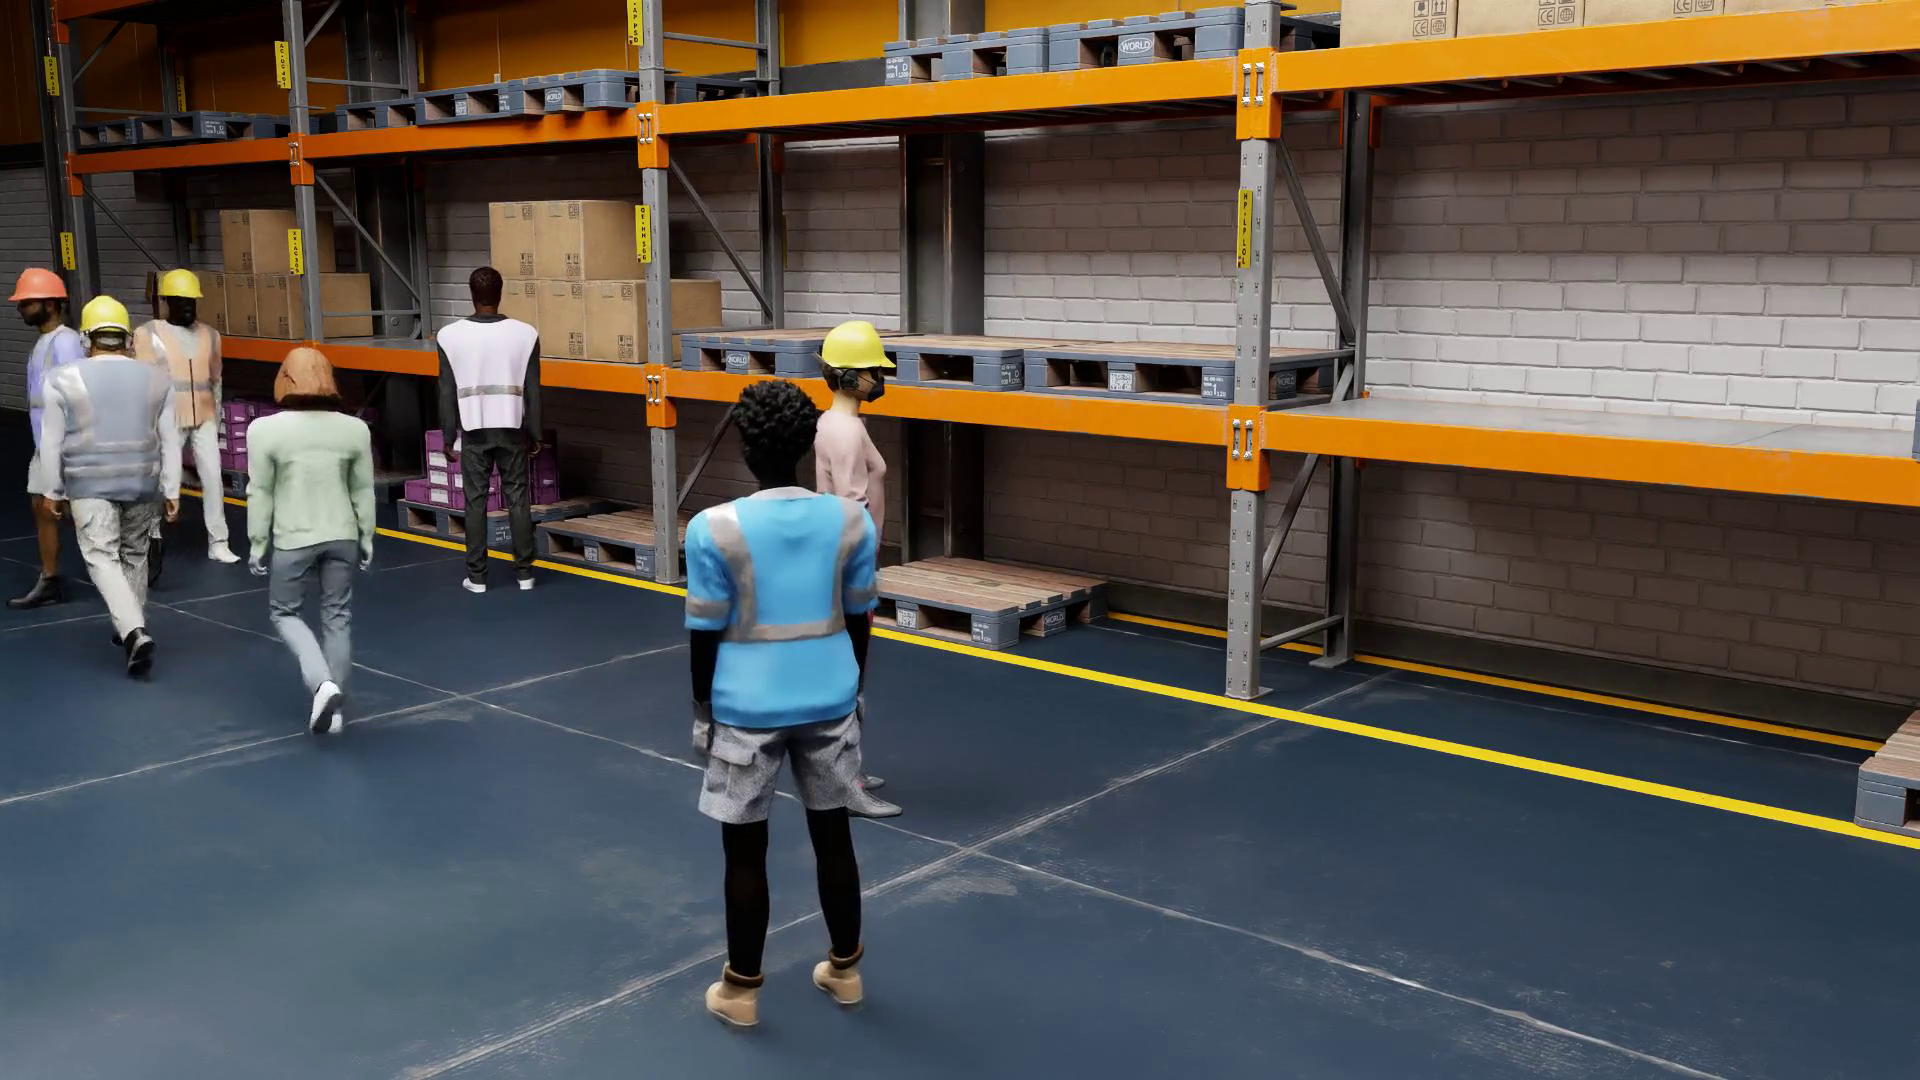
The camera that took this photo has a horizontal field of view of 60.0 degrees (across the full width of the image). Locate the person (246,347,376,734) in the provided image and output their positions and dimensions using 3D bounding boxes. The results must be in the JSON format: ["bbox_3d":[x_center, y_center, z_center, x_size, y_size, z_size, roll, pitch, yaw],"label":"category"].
[{"bbox_3d":[-2.642,0.022,6.834,0.522,1.620,0.458,-8,13,-37],"label":"person"}]

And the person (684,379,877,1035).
[{"bbox_3d":[-0.460,0.433,4.314,0.544,1.692,0.317,-5,11,-27],"label":"person"}]

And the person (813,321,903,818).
[{"bbox_3d":[-0.382,0.105,5.967,0.314,1.768,0.527,-2,10,-12],"label":"person"}]

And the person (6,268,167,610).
[{"bbox_3d":[-5.032,-0.578,9.432,0.550,1.921,0.770,9,13,42],"label":"person"}]

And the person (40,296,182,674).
[{"bbox_3d":[-4.058,-0.269,8.009,0.835,1.801,0.594,9,14,43],"label":"person"}]

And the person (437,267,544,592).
[{"bbox_3d":[-2.751,-0.641,9.804,0.591,1.911,0.376,-3,11,-19],"label":"person"}]

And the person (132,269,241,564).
[{"bbox_3d":[-5.052,-0.802,10.773,0.848,1.898,0.591,8,13,40],"label":"person"}]
